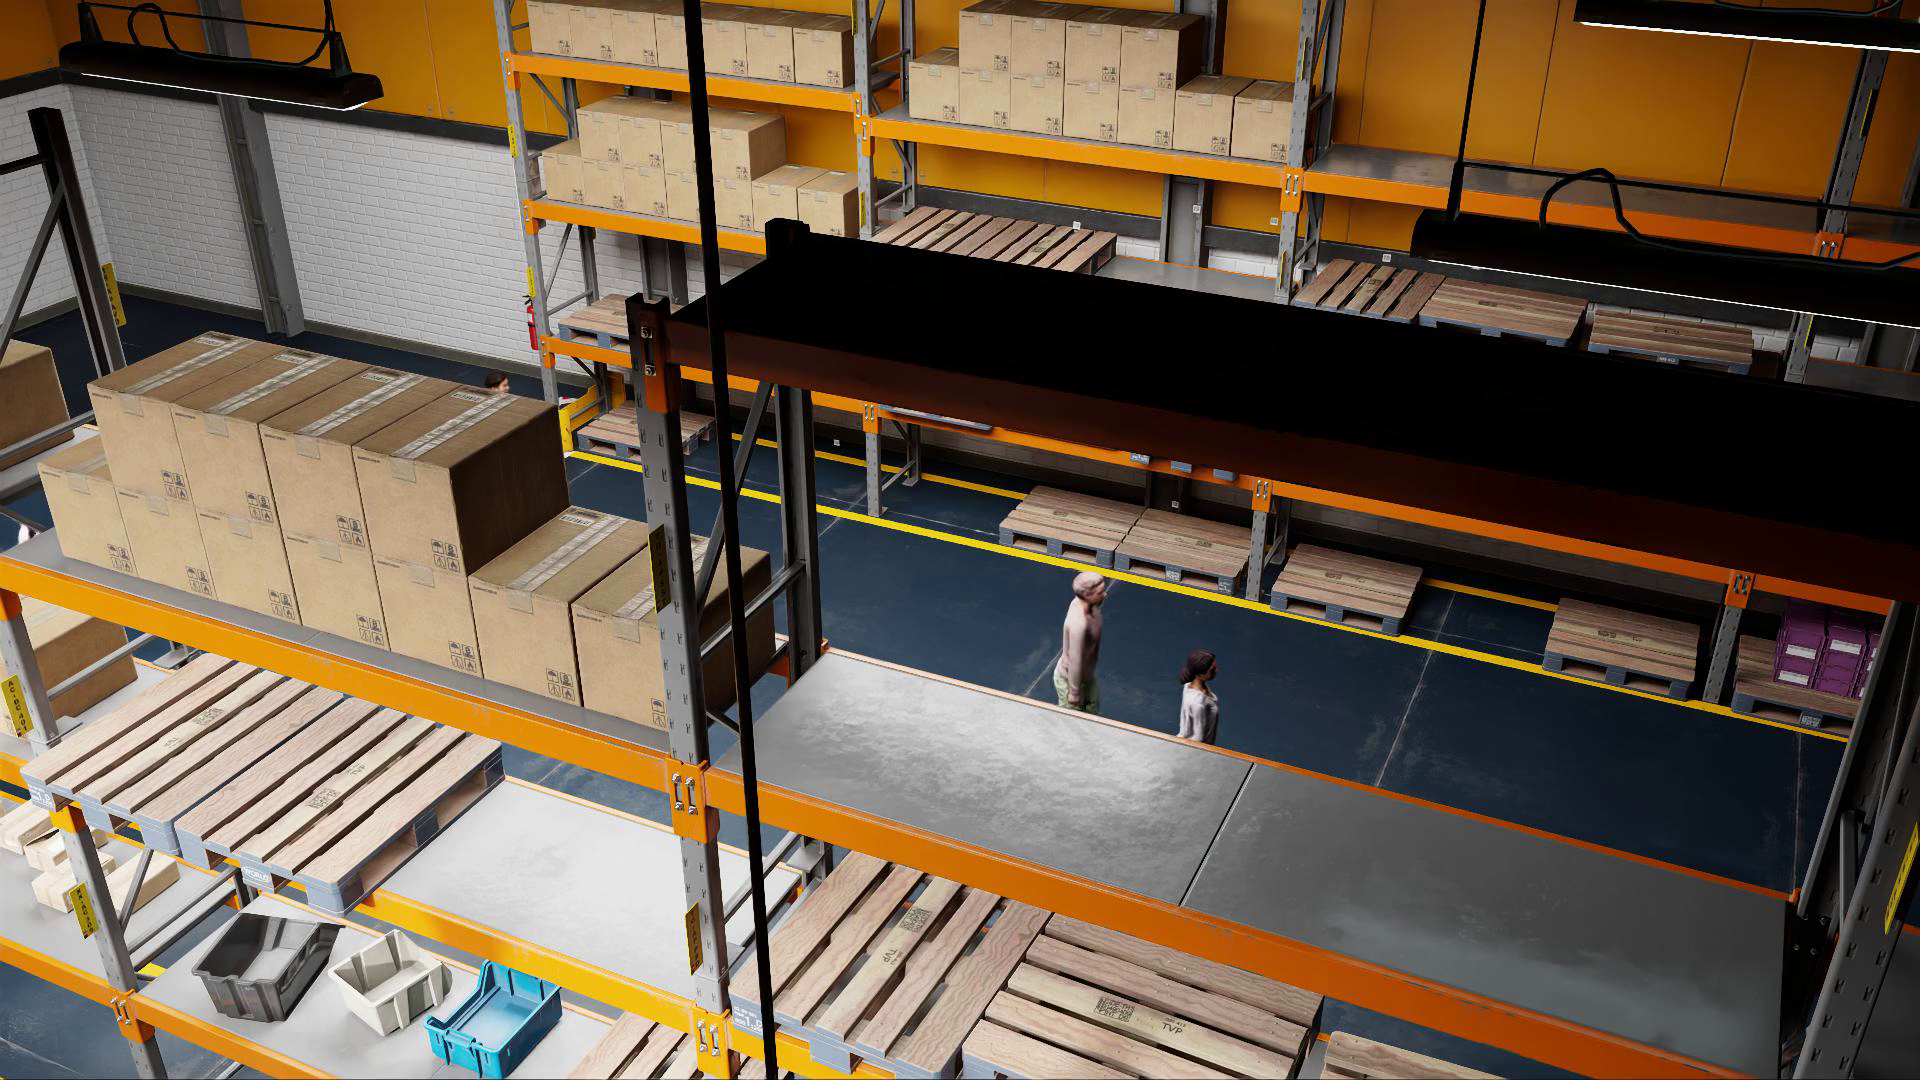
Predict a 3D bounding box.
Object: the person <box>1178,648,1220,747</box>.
[{"bbox_3d":[1.666,1.544,11.931,0.653,1.773,0.667,1,29,2],"label":"person"}]
